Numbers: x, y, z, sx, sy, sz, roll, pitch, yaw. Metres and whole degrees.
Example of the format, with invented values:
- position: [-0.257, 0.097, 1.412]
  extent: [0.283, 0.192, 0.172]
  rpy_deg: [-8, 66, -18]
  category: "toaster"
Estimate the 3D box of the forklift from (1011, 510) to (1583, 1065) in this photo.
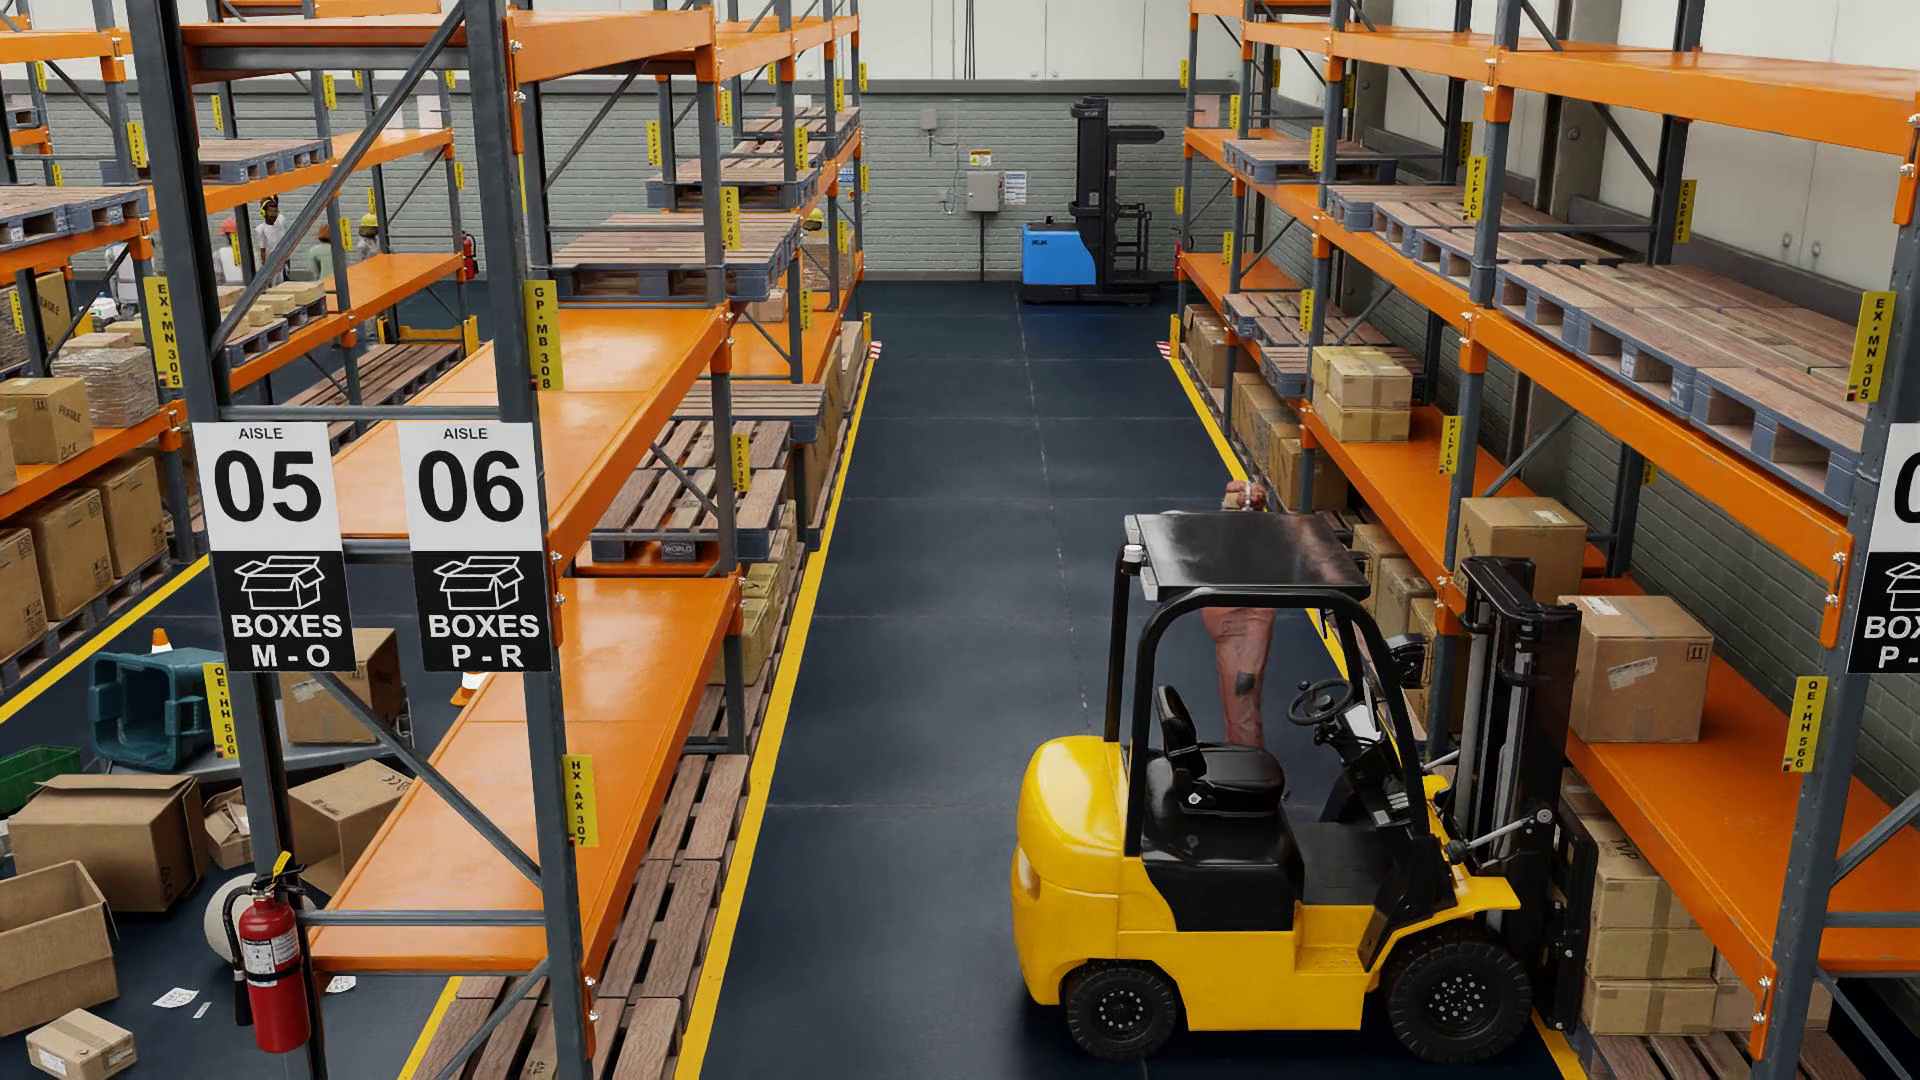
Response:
- position: [1.387, 1.055, 7.378]
  extent: [2.313, 2.155, 1.214]
  rpy_deg: [0, 18, 0]
  category: "forklift"

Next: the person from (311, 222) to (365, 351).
- position: [-8.002, -3.275, 21.371]
  extent: [0.515, 1.609, 0.650]
  rpy_deg: [1, 18, 3]
  category: "person"

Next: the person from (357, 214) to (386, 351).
- position: [-7.457, -3.290, 21.233]
  extent: [0.322, 1.736, 0.484]
  rpy_deg: [3, 19, 10]
  category: "person"

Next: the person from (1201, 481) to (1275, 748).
- position: [1.532, 0.596, 9.225]
  extent: [0.402, 1.902, 0.670]
  rpy_deg: [0, 18, 0]
  category: "person"

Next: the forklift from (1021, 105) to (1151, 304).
- position: [1.857, -4.944, 24.441]
  extent: [1.873, 2.768, 1.129]
  rpy_deg: [0, 18, 0]
  category: "forklift"

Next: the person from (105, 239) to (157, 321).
- position: [-9.718, -2.860, 19.640]
  extent: [0.546, 1.931, 0.378]
  rpy_deg: [-1, 18, -4]
  category: "person"

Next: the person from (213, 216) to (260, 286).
- position: [-8.425, -2.836, 19.572]
  extent: [0.565, 1.918, 0.402]
  rpy_deg: [1, 18, 3]
  category: "person"

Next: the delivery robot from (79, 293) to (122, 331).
- position: [-11.475, -3.065, 22.258]
  extent: [0.477, 0.478, 0.707]
  rpy_deg: [1, 18, 2]
  category: "delivery robot"

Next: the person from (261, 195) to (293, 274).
- position: [-9.229, -3.797, 22.585]
  extent: [0.332, 1.859, 0.510]
  rpy_deg: [-14, 23, -36]
  category: "person"

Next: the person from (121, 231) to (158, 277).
- position: [-12.567, -4.603, 25.258]
  extent: [0.577, 1.699, 0.813]
  rpy_deg: [8, 20, 24]
  category: "person"

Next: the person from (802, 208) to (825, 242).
- position: [-1.904, -3.474, 21.800]
  extent: [0.320, 1.731, 0.489]
  rpy_deg: [-1, 18, -3]
  category: "person"

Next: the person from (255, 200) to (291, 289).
- position: [-8.887, -3.476, 21.597]
  extent: [0.329, 1.865, 0.518]
  rpy_deg: [2, 18, 6]
  category: "person"
